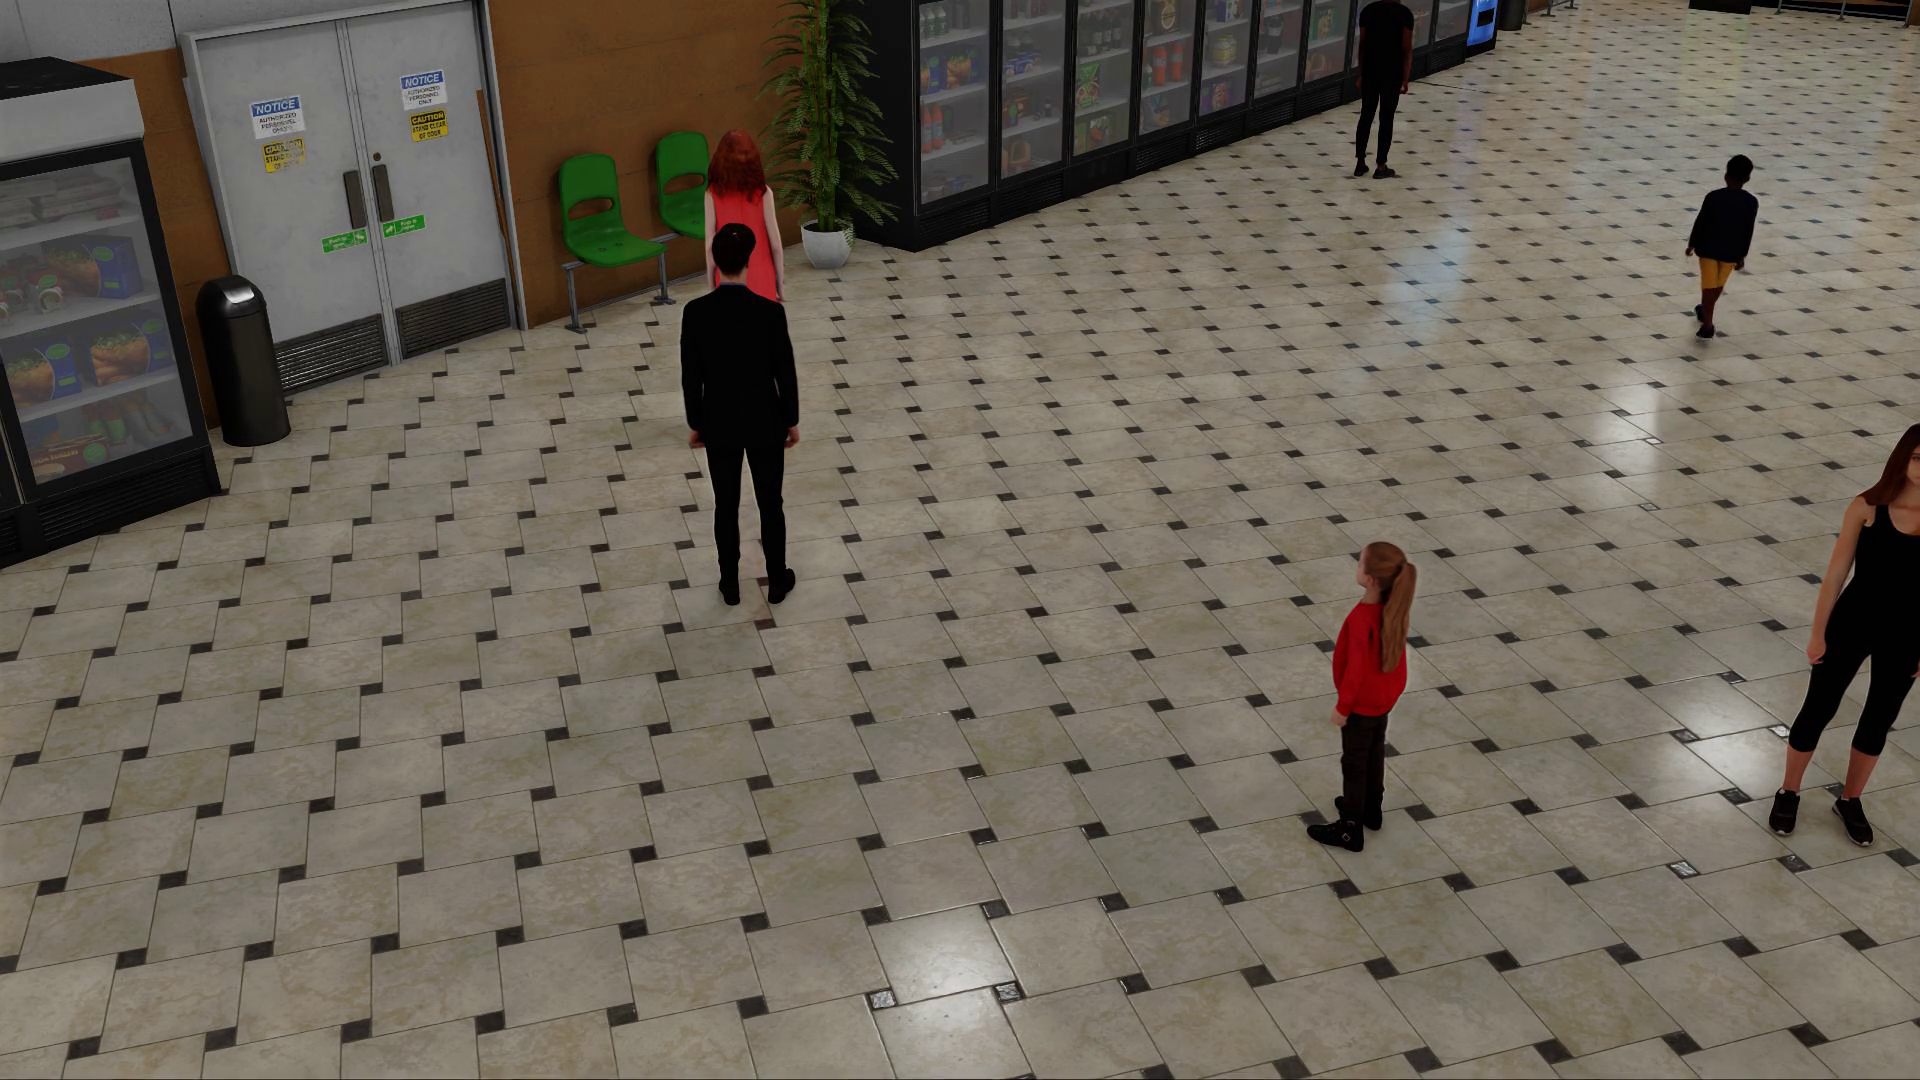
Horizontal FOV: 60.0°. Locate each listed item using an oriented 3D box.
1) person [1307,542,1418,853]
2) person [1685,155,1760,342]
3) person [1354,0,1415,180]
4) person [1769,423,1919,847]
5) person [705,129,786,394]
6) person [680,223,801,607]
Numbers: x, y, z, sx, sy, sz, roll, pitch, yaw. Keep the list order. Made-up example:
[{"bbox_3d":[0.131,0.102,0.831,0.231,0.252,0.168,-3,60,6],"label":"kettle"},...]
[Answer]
[{"bbox_3d":[1.536,0.585,6.292,0.472,1.281,0.488,21,33,35],"label":"person"},{"bbox_3d":[5.200,-1.969,11.371,0.888,1.242,0.845,5,27,10],"label":"person"},{"bbox_3d":[3.857,-4.244,15.220,0.491,1.819,0.732,19,32,32],"label":"person"},{"bbox_3d":[3.440,0.353,6.259,0.584,1.726,0.708,6,28,12],"label":"person"},{"bbox_3d":[-1.268,-1.507,9.815,0.646,1.827,0.728,0,27,0],"label":"person"},{"bbox_3d":[-1.032,-0.569,7.892,0.775,1.893,0.847,-1,27,-2],"label":"person"}]
